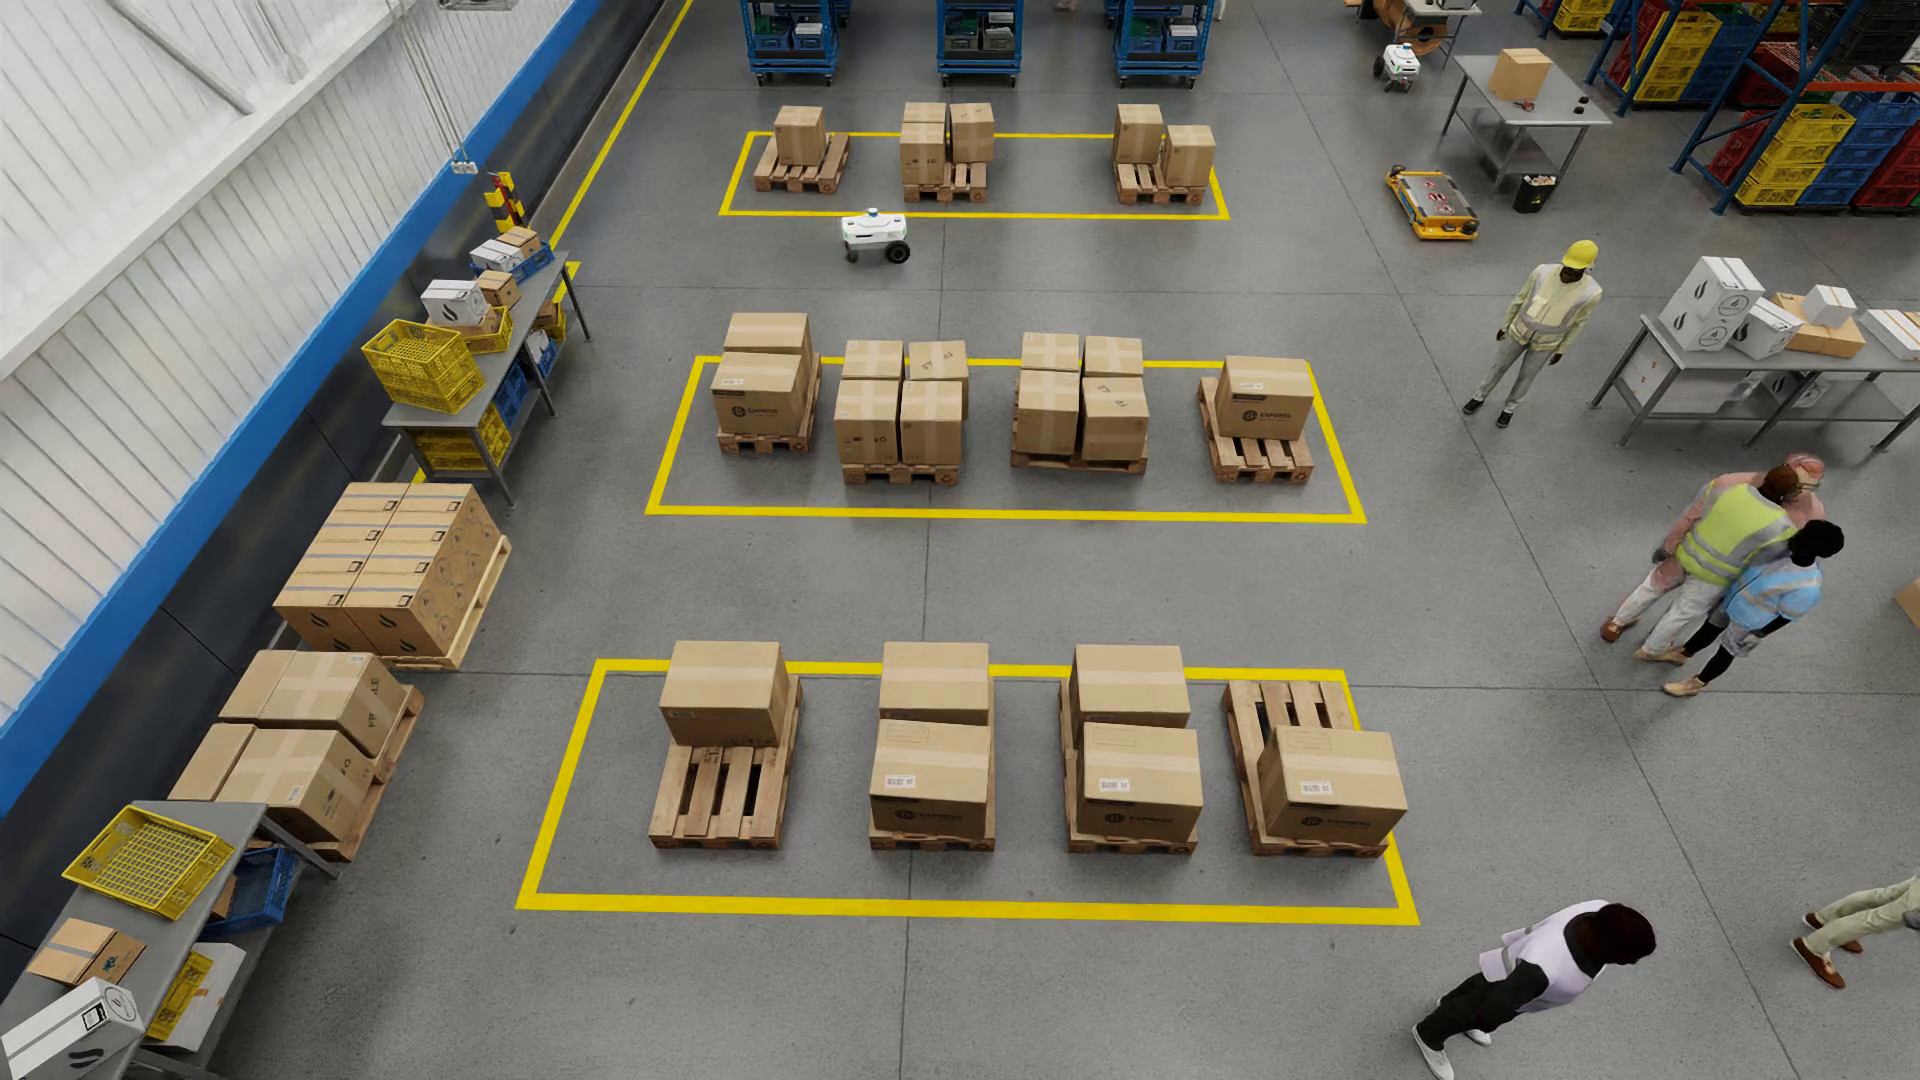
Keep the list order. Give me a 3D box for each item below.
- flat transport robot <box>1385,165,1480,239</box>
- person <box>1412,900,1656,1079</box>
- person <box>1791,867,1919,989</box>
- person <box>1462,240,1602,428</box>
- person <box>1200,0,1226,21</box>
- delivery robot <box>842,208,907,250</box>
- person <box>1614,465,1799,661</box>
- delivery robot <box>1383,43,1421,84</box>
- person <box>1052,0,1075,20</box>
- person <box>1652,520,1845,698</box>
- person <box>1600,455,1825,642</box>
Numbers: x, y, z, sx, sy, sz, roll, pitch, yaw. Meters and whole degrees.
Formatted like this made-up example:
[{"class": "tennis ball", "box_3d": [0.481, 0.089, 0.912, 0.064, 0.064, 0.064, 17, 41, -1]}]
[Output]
[{"class": "flat transport robot", "box_3d": [5.692, -4.094, 11.059, 0.652, 0.197, 1.431, 1, 49, 1]}, {"class": "person", "box_3d": [2.778, 2.189, 4.541, 0.592, 1.917, 0.392, -26, 54, -21]}, {"class": "person", "box_3d": [5.245, 1.857, 4.863, 0.517, 1.864, 0.335, -29, 55, -23]}, {"class": "person", "box_3d": [5.046, -1.798, 8.046, 0.590, 1.833, 0.403, 33, 57, 25]}, {"class": "person", "box_3d": [4.155, -9.170, 14.557, 0.517, 1.632, 0.314, 5, 49, 4]}, {"class": "delivery robot", "box_3d": [-0.960, -3.482, 10.283, 0.707, 0.478, 0.477, -5, 49, -5]}, {"class": "person", "box_3d": [5.185, 0.155, 6.350, 0.429, 1.842, 0.633, -14, 51, -12]}, {"class": "delivery robot", "box_3d": [6.385, -6.916, 13.255, 0.477, 0.478, 0.707, 2, 49, 2]}, {"class": "person", "box_3d": [1.659, -9.372, 14.515, 0.437, 1.975, 0.708, -23, 53, -19]}, {"class": "person", "box_3d": [5.294, 0.475, 6.164, 0.322, 1.699, 0.536, 8, 50, 6]}, {"class": "person", "box_3d": [5.212, 0.143, 6.326, 0.667, 1.904, 0.396, 21, 52, 18]}]
